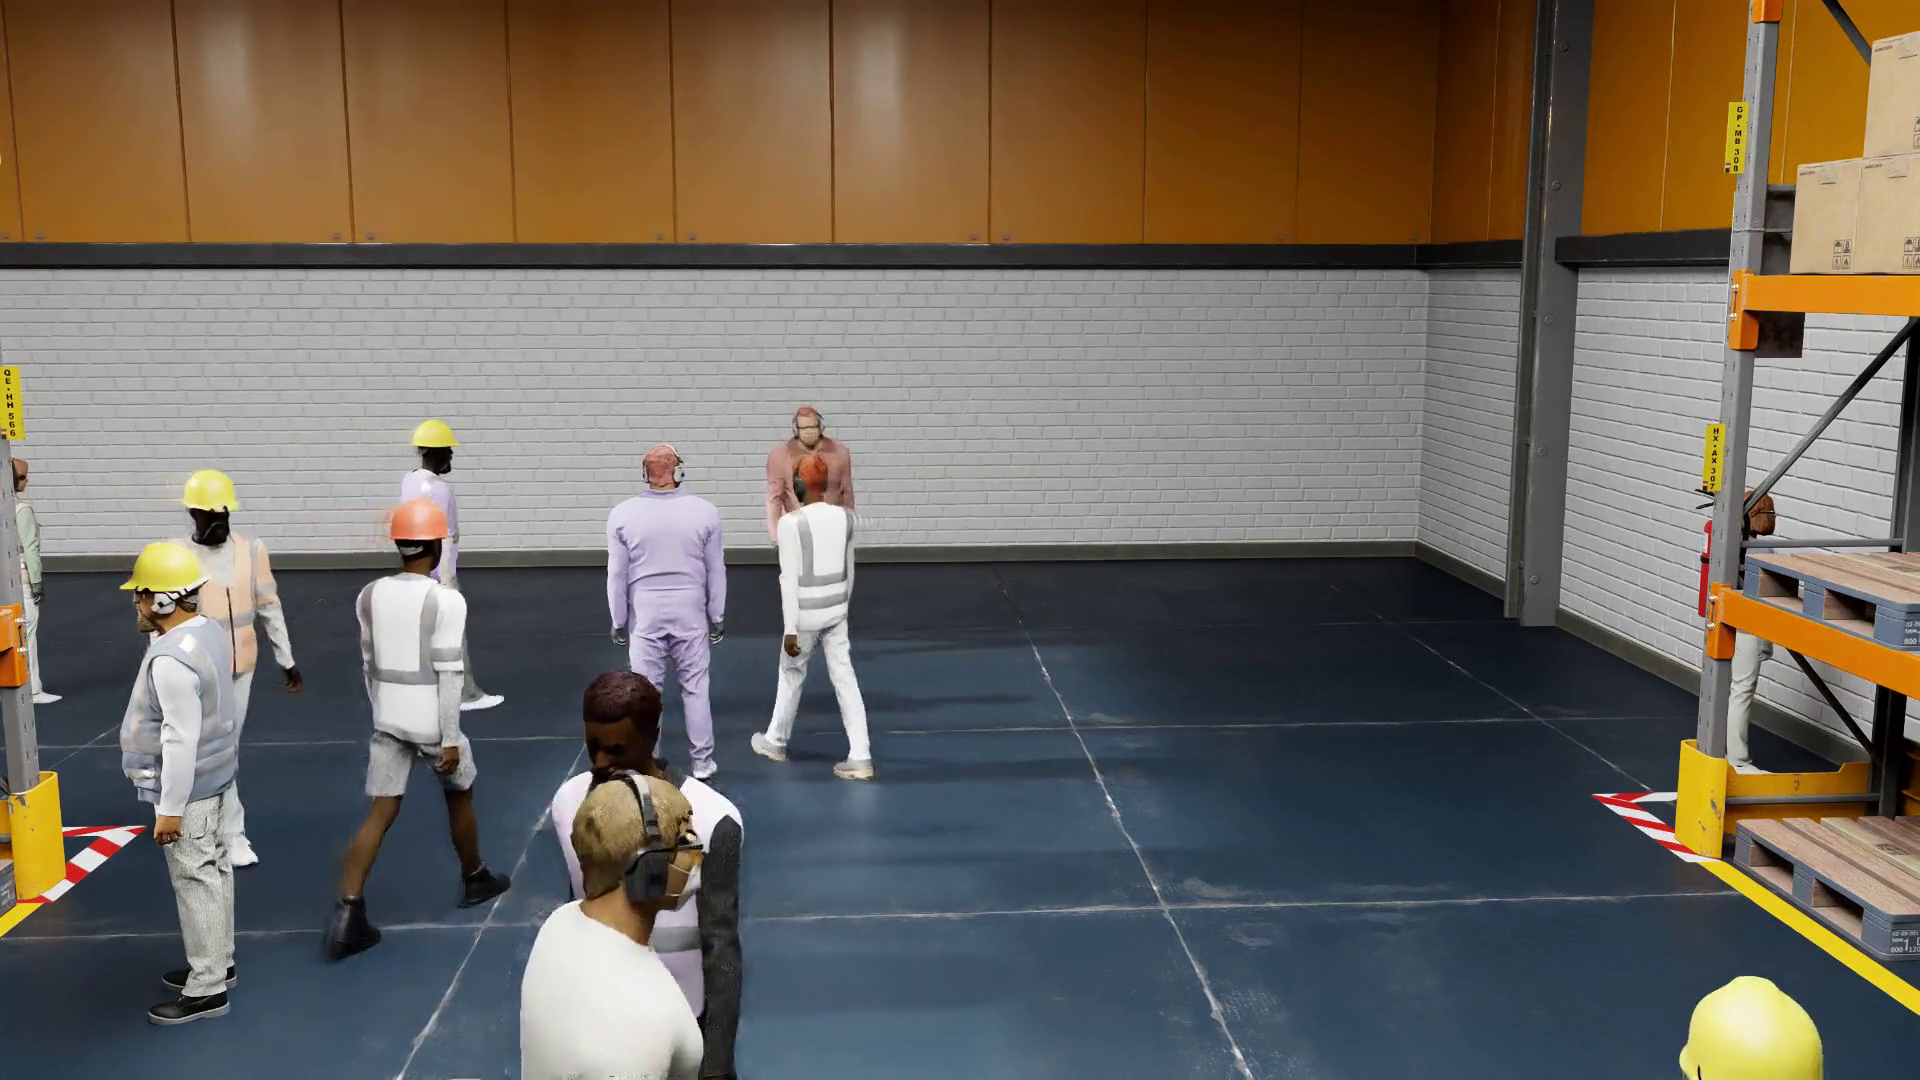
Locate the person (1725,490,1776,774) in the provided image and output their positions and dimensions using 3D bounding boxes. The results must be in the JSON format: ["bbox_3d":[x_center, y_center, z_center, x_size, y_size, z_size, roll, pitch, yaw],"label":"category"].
[{"bbox_3d":[4.435,0.525,9.431,0.286,1.633,0.500,-1,9,-7],"label":"person"}]

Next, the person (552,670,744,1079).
[{"bbox_3d":[-0.758,1.215,4.434,0.604,1.865,1.017,4,10,22],"label":"person"}]

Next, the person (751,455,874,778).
[{"bbox_3d":[-0.818,0.423,9.474,0.597,1.832,1.004,-9,12,-43],"label":"person"}]

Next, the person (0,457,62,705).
[{"bbox_3d":[-6.233,0.277,10.975,0.523,1.638,0.311,5,10,29],"label":"person"}]

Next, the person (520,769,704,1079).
[{"bbox_3d":[-0.651,1.381,3.207,0.739,1.913,0.654,-4,10,-25],"label":"person"}]

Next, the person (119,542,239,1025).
[{"bbox_3d":[-2.974,0.916,6.361,0.403,1.833,0.590,-2,9,-14],"label":"person"}]

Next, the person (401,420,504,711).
[{"bbox_3d":[-3.355,0.176,10.781,0.520,1.925,0.615,-9,12,-43],"label":"person"}]

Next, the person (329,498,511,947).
[{"bbox_3d":[-2.374,0.772,7.147,0.556,1.891,1.005,3,10,18],"label":"person"}]

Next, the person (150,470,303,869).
[{"bbox_3d":[-3.504,0.613,8.037,0.781,1.900,0.612,6,11,32],"label":"person"}]

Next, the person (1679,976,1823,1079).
[{"bbox_3d":[1.206,1.566,2.593,0.529,1.747,0.756,2,9,10],"label":"person"}]

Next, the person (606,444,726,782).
[{"bbox_3d":[-1.630,0.415,9.281,0.652,1.904,0.402,-2,9,-11],"label":"person"}]

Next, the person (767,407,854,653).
[{"bbox_3d":[-1.106,-0.067,12.468,0.665,1.849,0.992,-1,9,-9],"label":"person"}]
